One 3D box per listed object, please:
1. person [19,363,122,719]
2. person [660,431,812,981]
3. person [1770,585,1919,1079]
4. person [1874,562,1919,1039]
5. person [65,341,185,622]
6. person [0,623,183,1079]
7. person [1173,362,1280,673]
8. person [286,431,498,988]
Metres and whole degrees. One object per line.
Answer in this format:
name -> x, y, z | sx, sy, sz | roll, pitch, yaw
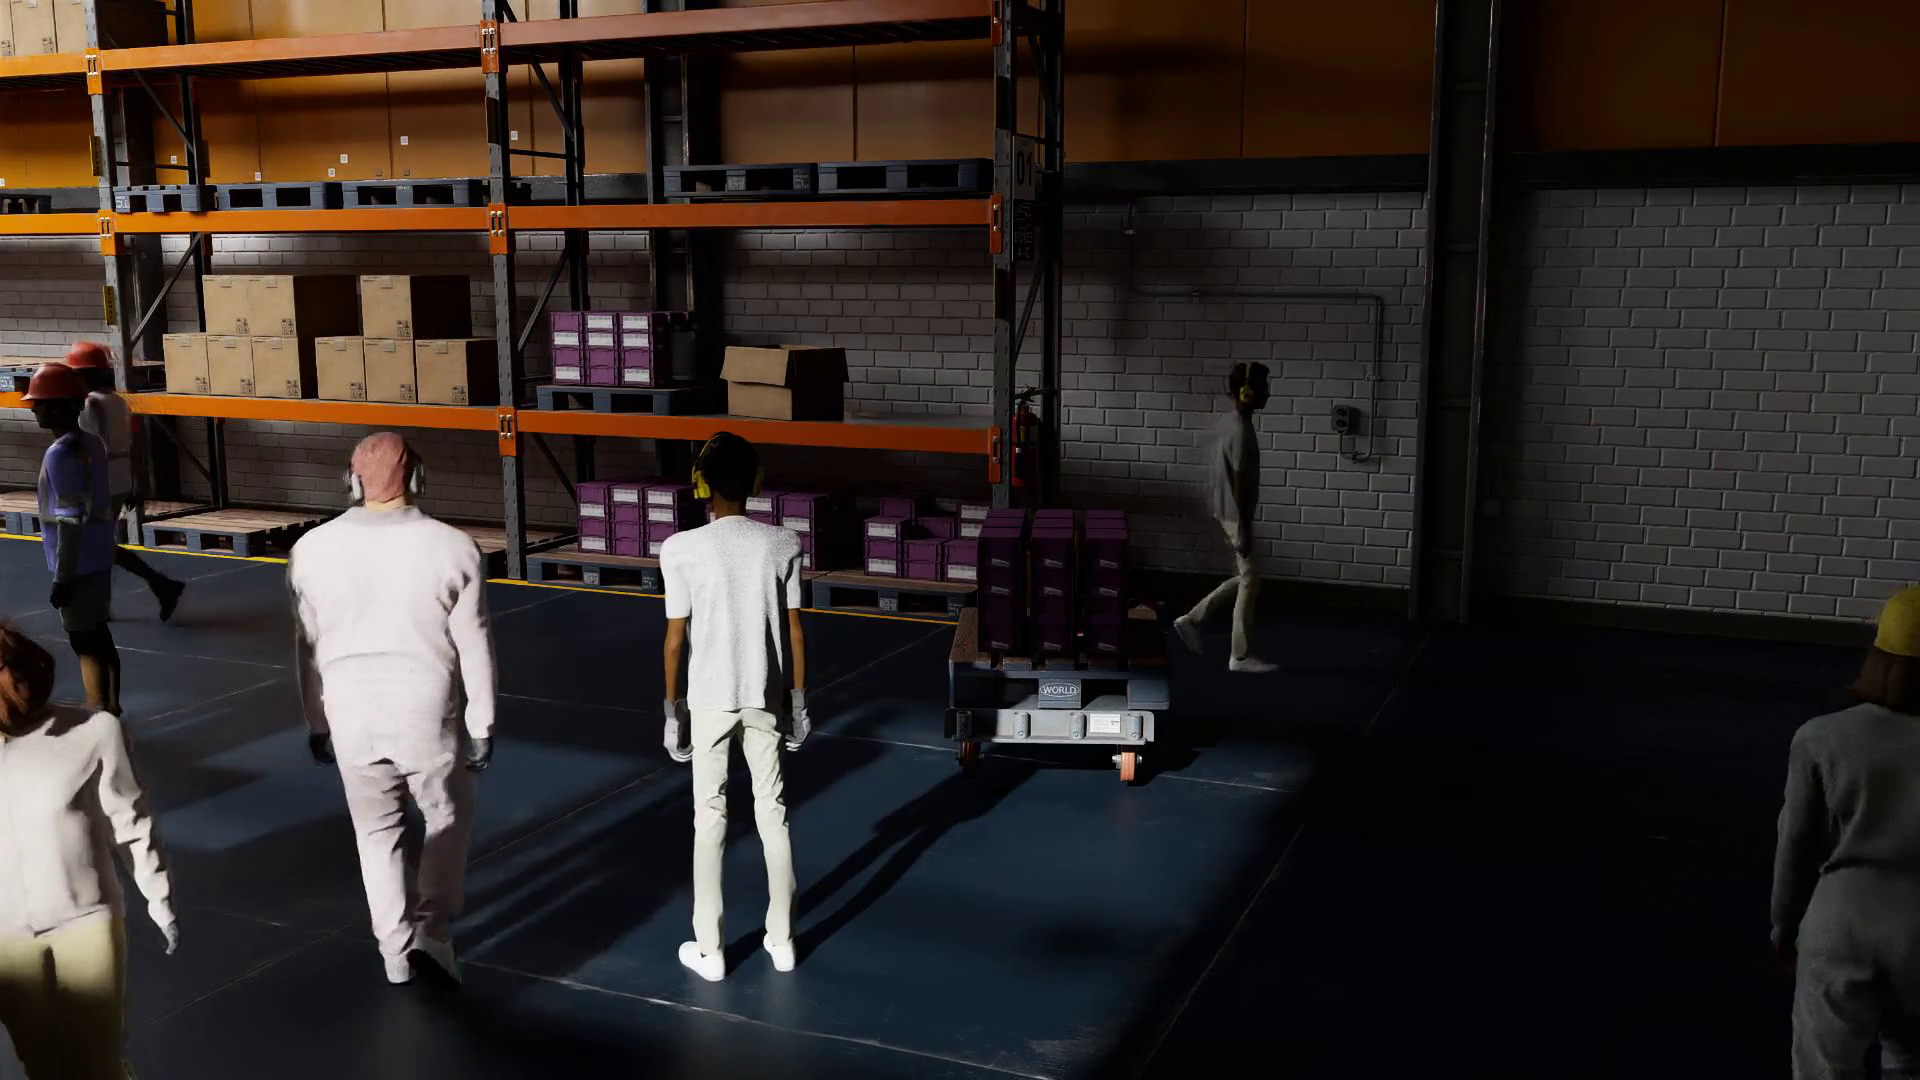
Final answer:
person -> -4.346, 0.104, 8.158 | 0.361, 1.938, 0.545 | -2, 10, -14
person -> -0.756, 0.563, 5.648 | 0.510, 1.860, 0.317 | -4, 10, -21
person -> 2.149, 0.940, 3.873 | 0.499, 1.697, 0.886 | 7, 12, 36
person -> 3.091, 0.620, 5.151 | 0.559, 1.909, 0.692 | 2, 10, 10
person -> -5.623, -0.363, 11.061 | 0.827, 1.915, 0.550 | 0, 9, 1
person -> -2.183, 0.965, 3.987 | 0.557, 1.602, 0.410 | -3, 10, -16
person -> 1.604, -0.127, 9.798 | 0.531, 1.851, 0.537 | 0, 9, 2
person -> -1.843, 0.586, 5.452 | 0.649, 1.882, 0.489 | -1, 10, -6
